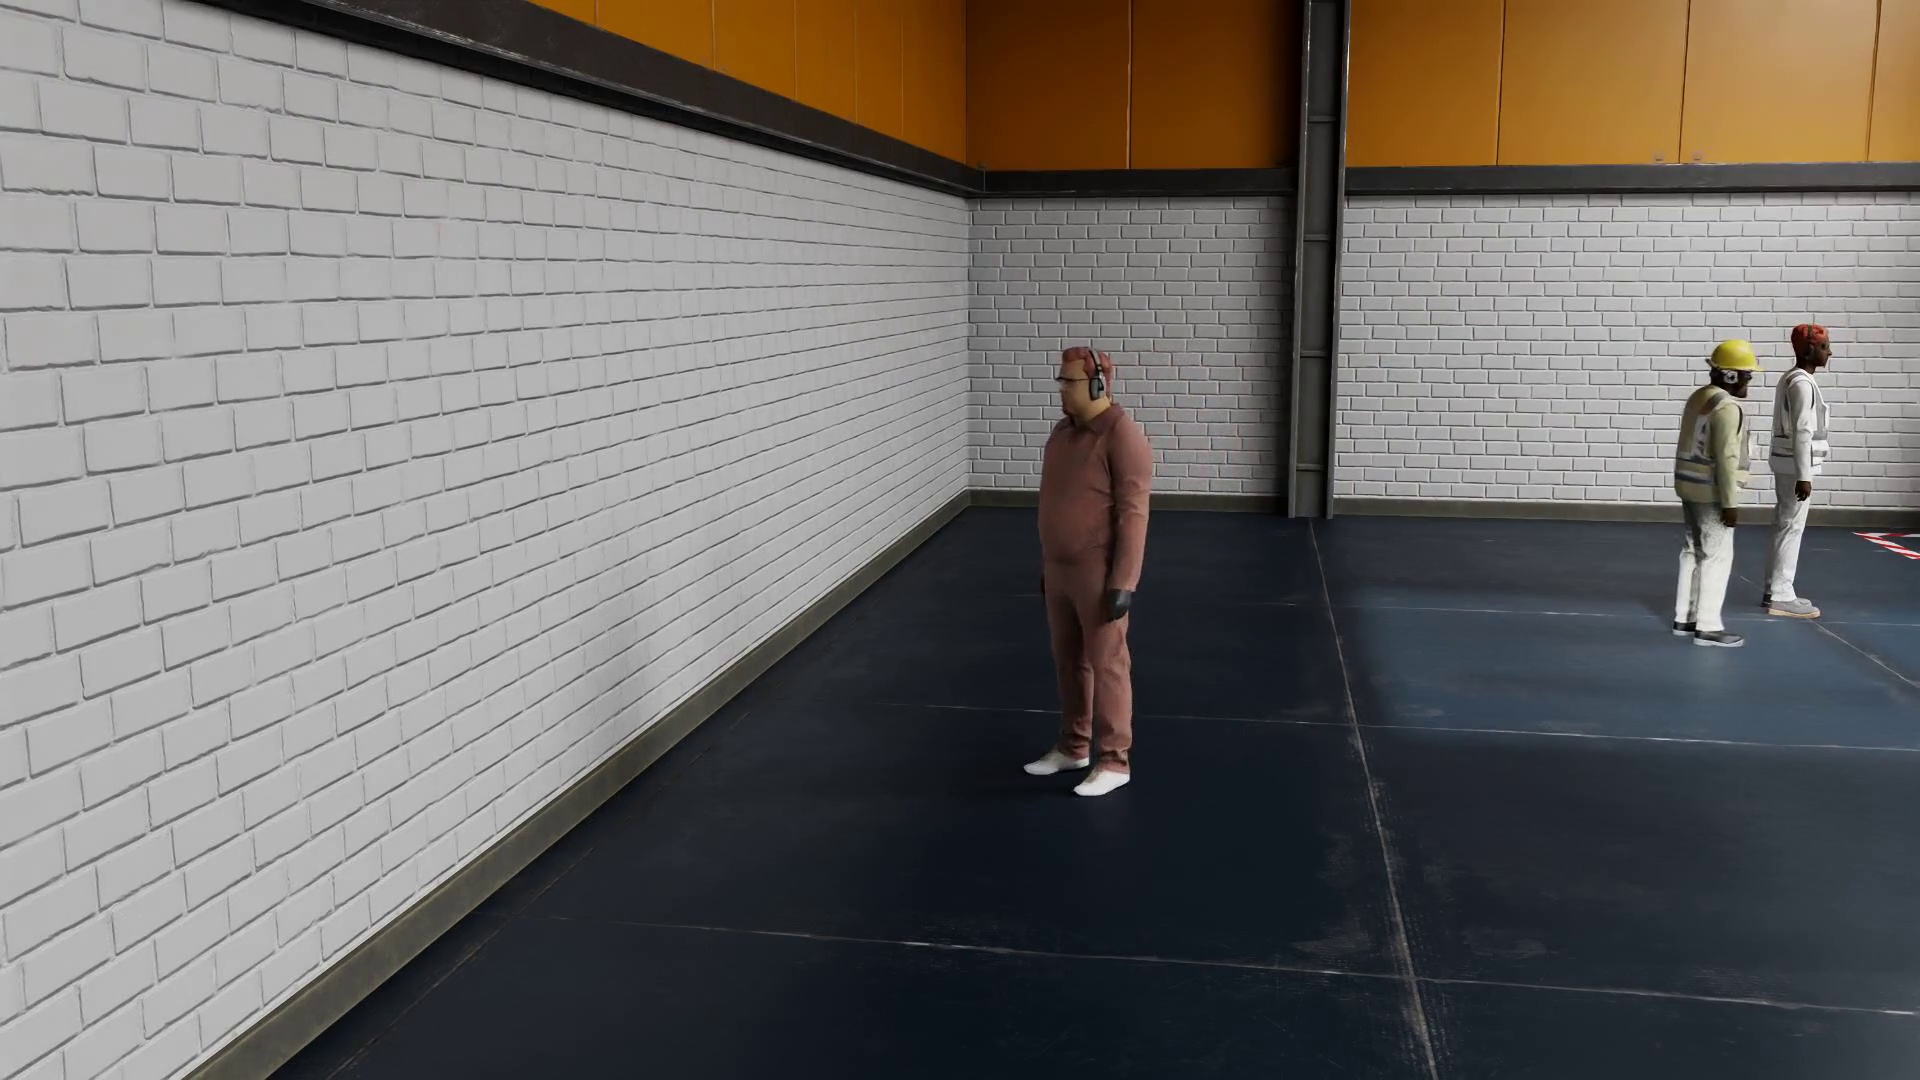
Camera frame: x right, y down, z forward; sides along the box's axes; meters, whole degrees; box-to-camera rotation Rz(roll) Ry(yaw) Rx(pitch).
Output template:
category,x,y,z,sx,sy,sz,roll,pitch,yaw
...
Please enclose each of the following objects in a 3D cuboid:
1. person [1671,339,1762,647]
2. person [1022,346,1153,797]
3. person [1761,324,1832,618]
category,x,y,z,sx,sy,sz,roll,pitch,yaw
person,4.501,-0.285,9.942,0.428,1.821,0.611,1,9,6
person,0.524,0.130,7.101,0.404,1.905,0.650,-5,11,-30
person,5.417,-0.449,10.753,0.345,1.882,0.584,3,10,19
